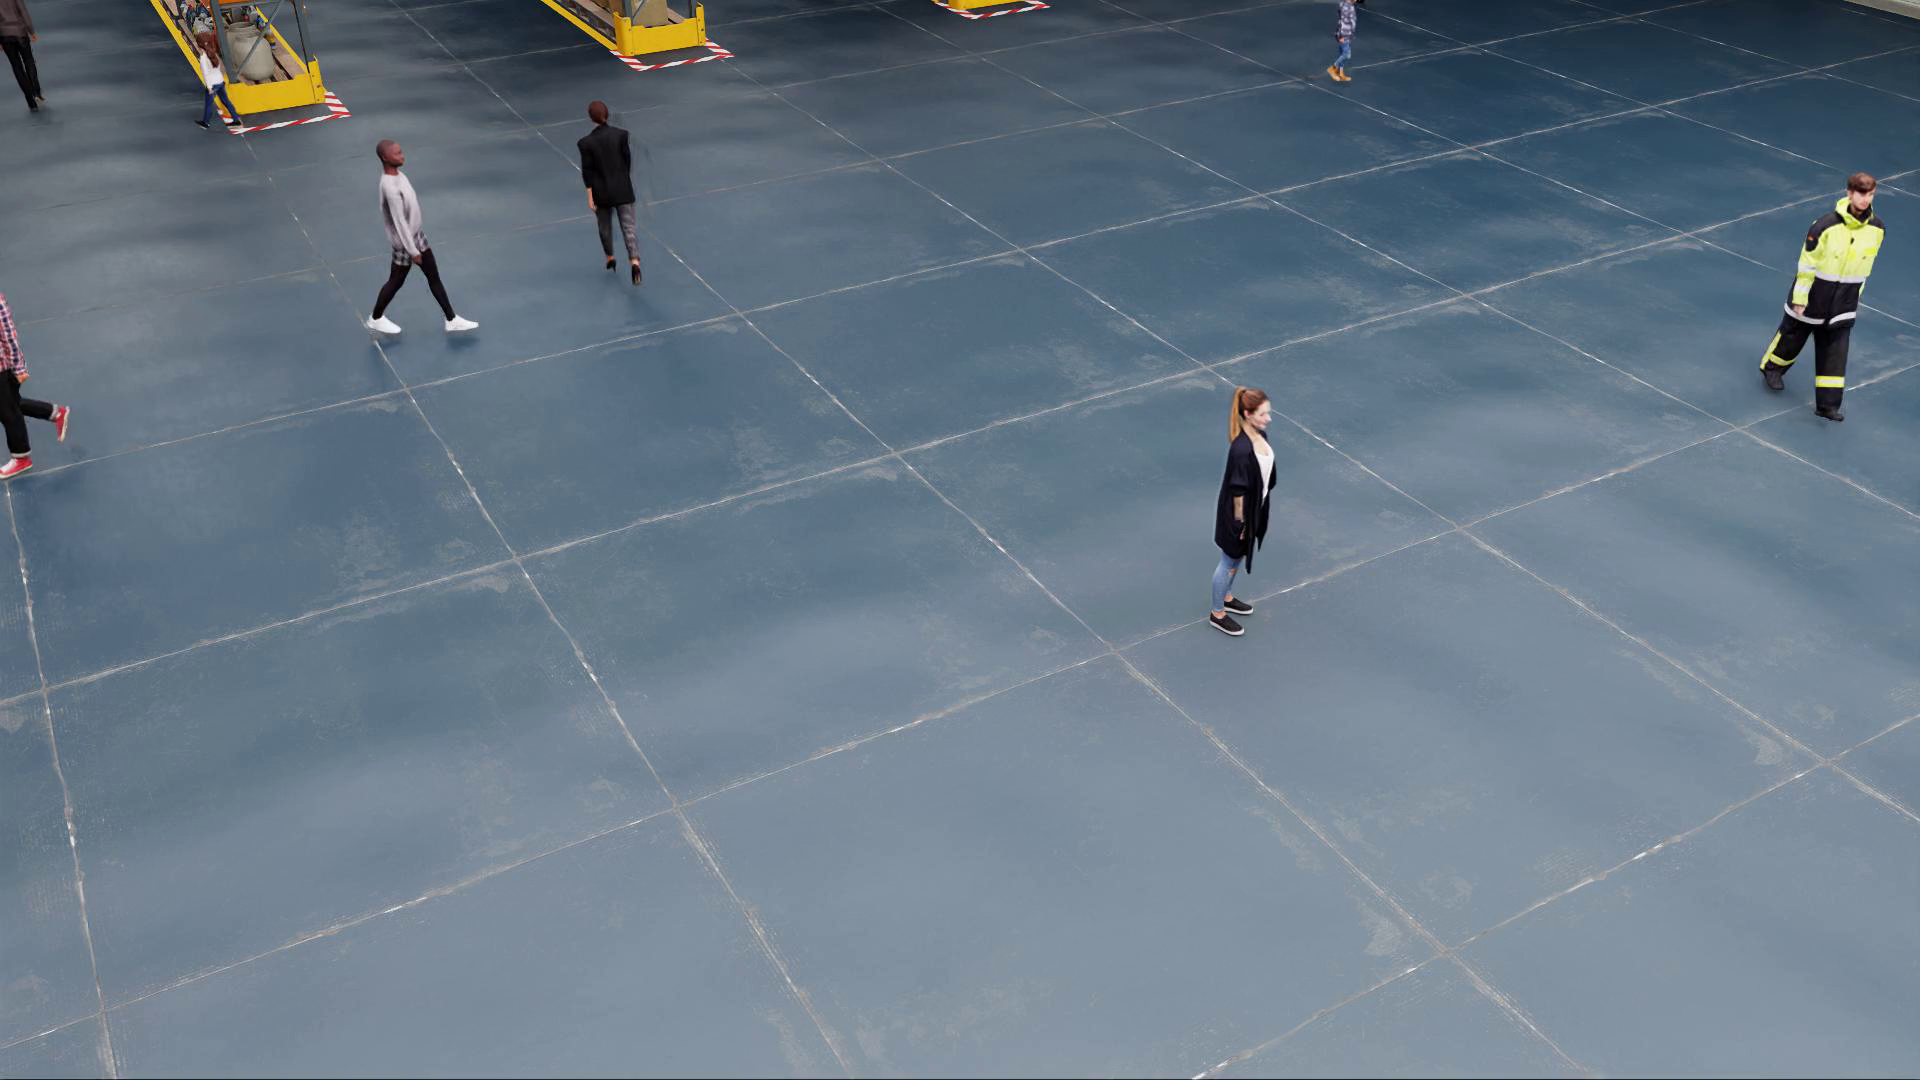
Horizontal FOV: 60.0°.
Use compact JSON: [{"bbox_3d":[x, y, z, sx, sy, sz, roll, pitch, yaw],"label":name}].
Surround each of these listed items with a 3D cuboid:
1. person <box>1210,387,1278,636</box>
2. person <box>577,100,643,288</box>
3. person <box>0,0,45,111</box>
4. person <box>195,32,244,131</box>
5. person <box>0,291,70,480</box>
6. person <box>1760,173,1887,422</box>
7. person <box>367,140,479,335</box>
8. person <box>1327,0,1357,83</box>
[{"bbox_3d":[1.781,-0.197,10.550,0.748,1.683,0.723,14,35,21],"label":"person"},{"bbox_3d":[-3.140,-3.129,15.198,0.726,1.683,1.108,-12,34,-19],"label":"person"},{"bbox_3d":[-11.150,-5.928,19.566,0.684,1.757,0.585,-18,37,-26],"label":"person"},{"bbox_3d":[-8.532,-5.275,19.165,0.753,1.080,0.723,4,32,6],"label":"person"},{"bbox_3d":[-7.069,-1.355,12.329,1.007,1.744,0.962,22,39,31],"label":"person"},{"bbox_3d":[6.796,-1.973,13.135,1.165,1.930,1.380,-1,32,-1],"label":"person"},{"bbox_3d":[-4.828,-2.528,14.201,1.067,1.731,1.203,-2,32,-3],"label":"person"},{"bbox_3d":[4.744,-6.324,20.673,0.647,1.245,0.605,17,36,25],"label":"person"}]
